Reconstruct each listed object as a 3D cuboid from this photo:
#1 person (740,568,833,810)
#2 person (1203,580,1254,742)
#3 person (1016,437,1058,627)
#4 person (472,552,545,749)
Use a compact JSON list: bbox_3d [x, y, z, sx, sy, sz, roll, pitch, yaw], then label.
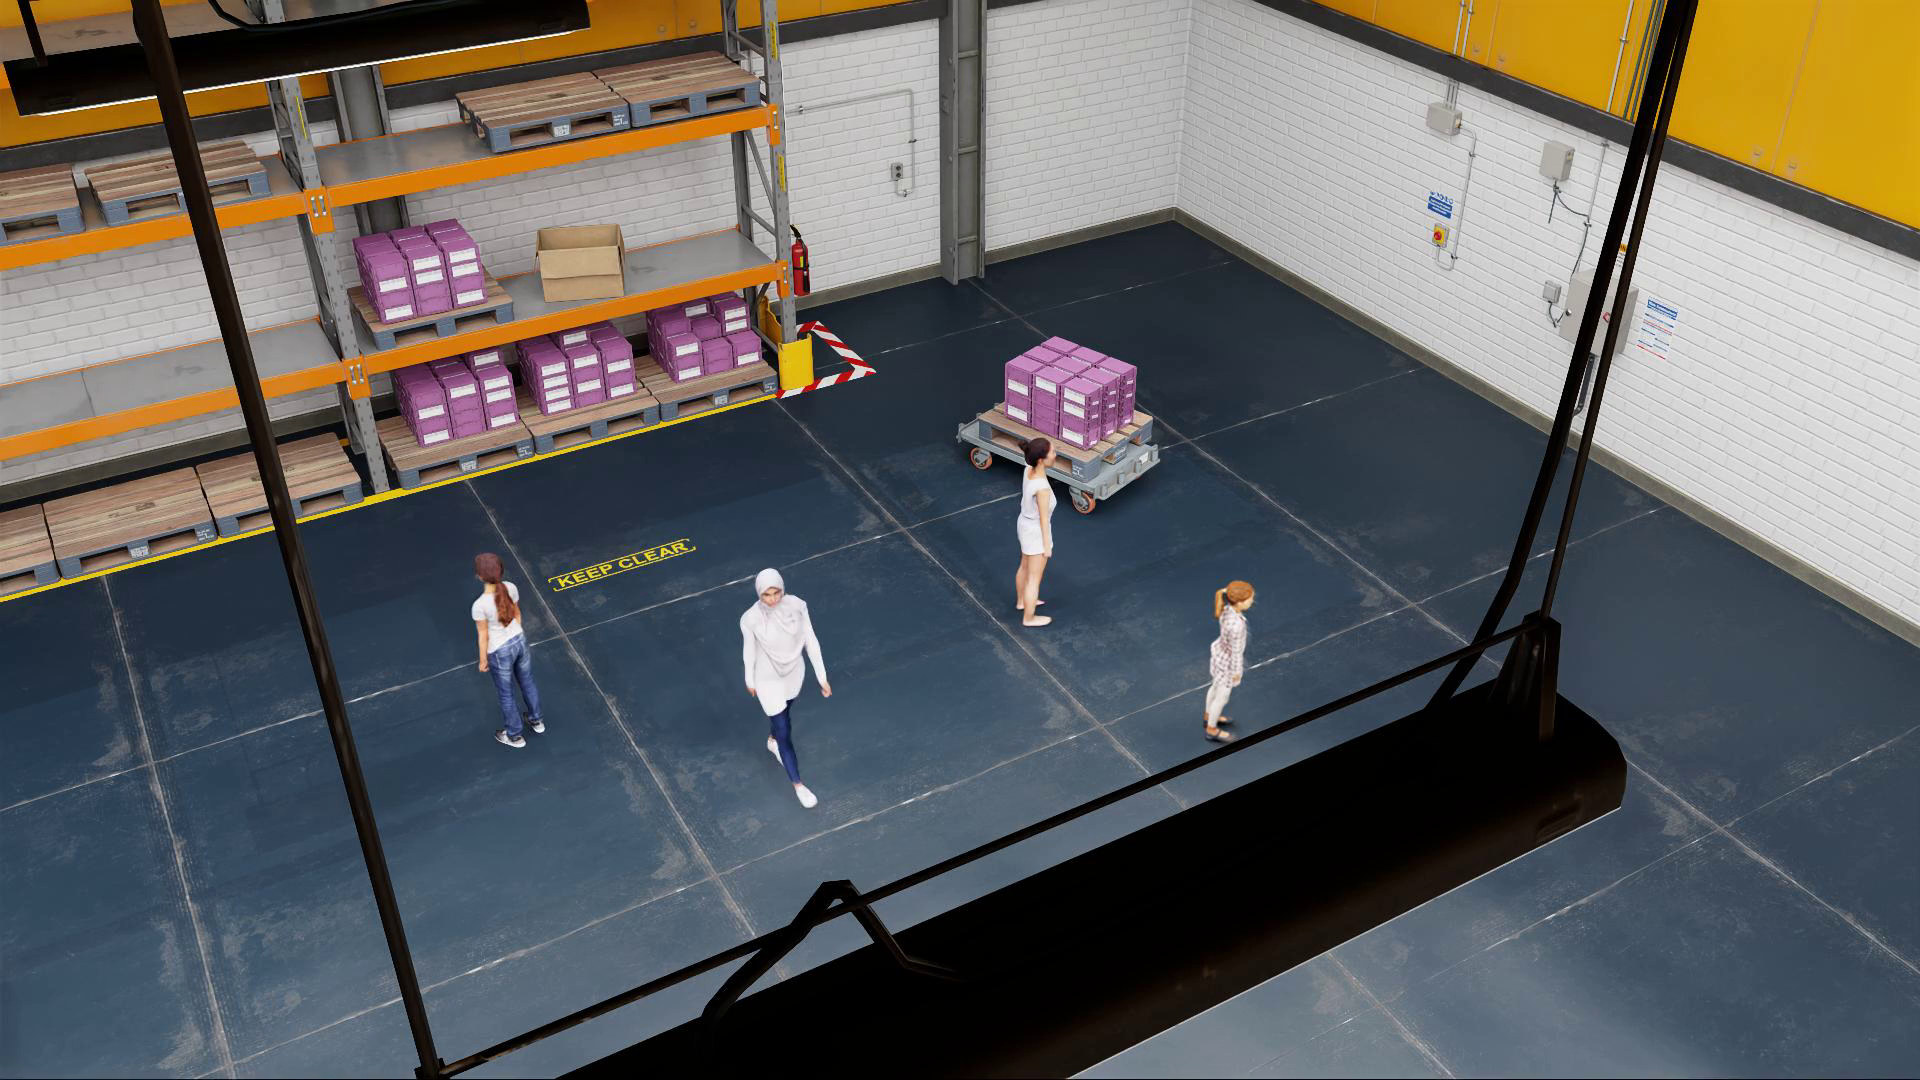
[{"bbox_3d":[-1.240,0.874,11.155,1.014,1.734,0.695,-19,38,-26],"label":"person"},{"bbox_3d":[1.853,0.833,11.604,0.611,1.306,0.587,0,34,1],"label":"person"},{"bbox_3d":[0.568,-0.074,12.694,0.593,1.609,0.607,-8,34,-12],"label":"person"},{"bbox_3d":[-3.145,0.742,11.510,0.672,1.562,0.567,24,40,31],"label":"person"}]
